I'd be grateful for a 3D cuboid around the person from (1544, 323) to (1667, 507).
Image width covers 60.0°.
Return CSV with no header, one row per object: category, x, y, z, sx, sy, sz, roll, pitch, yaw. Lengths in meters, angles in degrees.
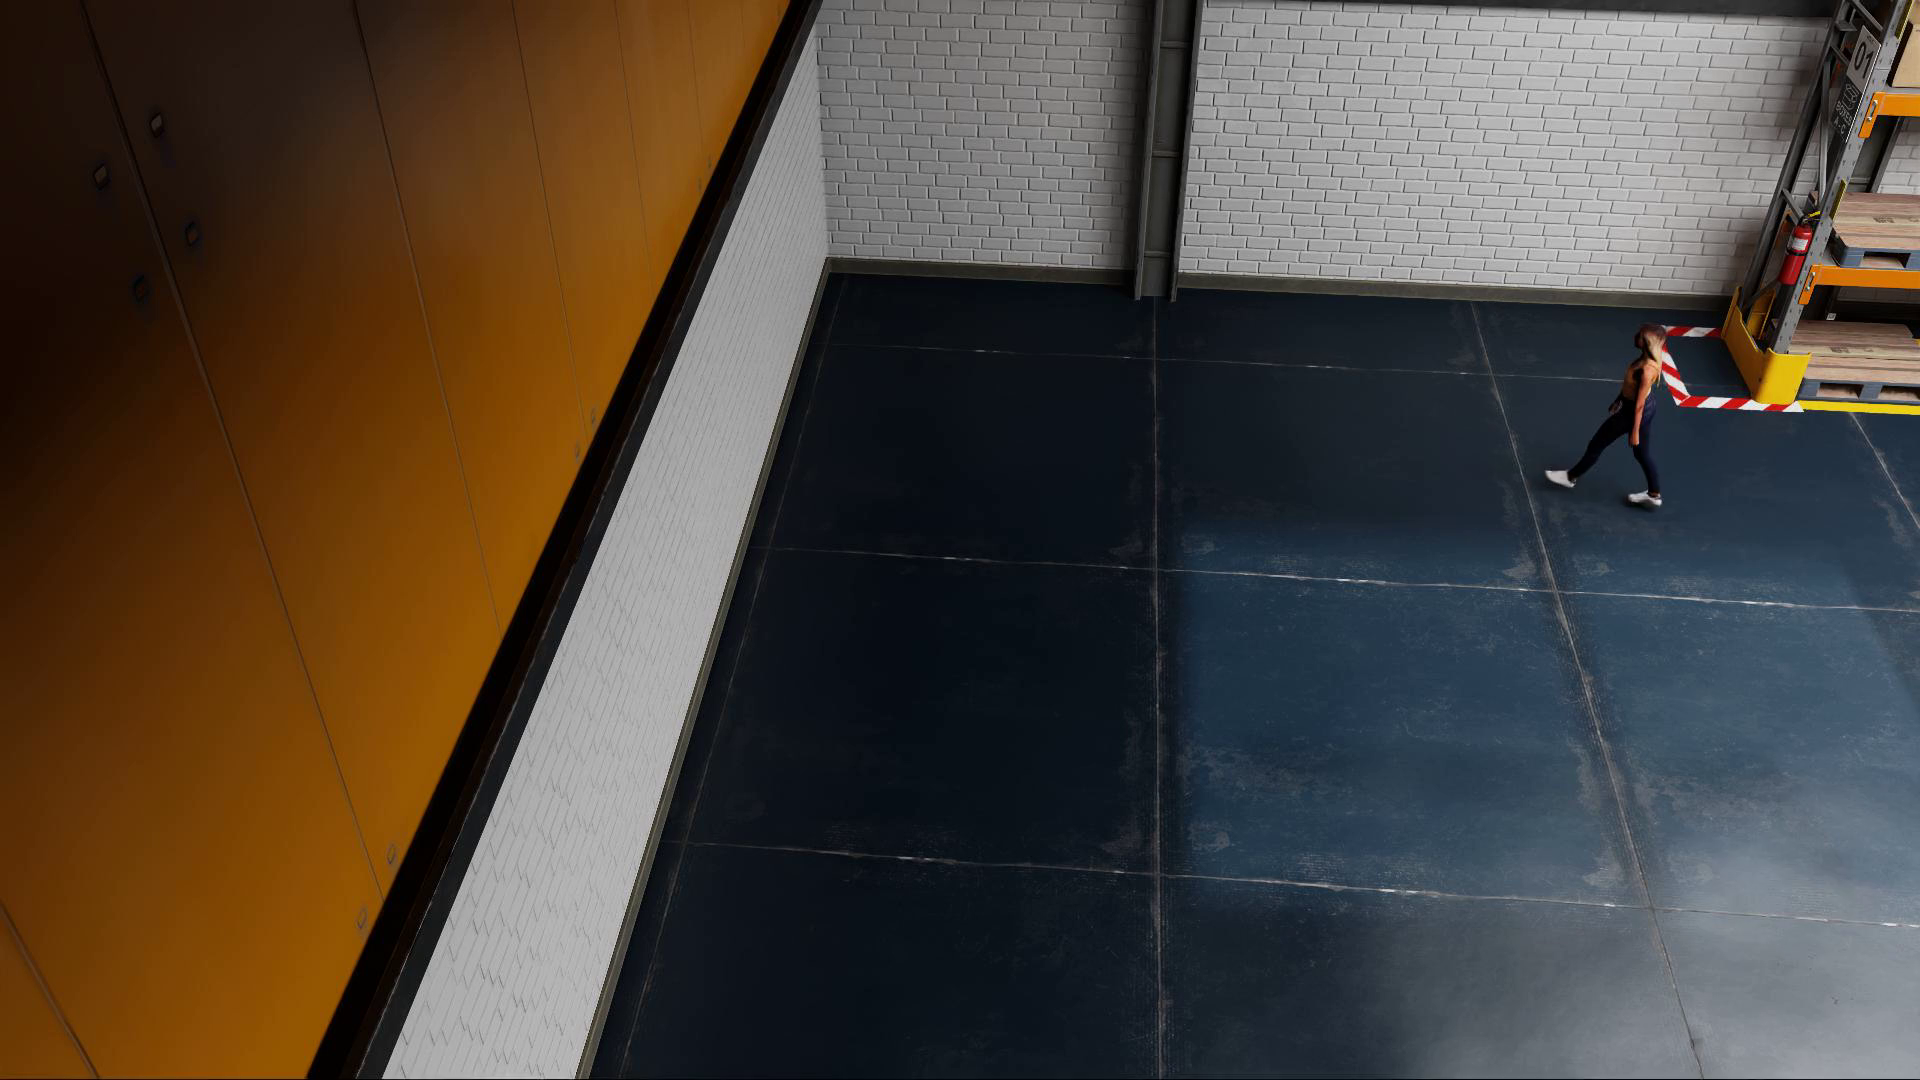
person,5.291,-0.920,12.879,1.211,1.578,0.893,18,42,22
